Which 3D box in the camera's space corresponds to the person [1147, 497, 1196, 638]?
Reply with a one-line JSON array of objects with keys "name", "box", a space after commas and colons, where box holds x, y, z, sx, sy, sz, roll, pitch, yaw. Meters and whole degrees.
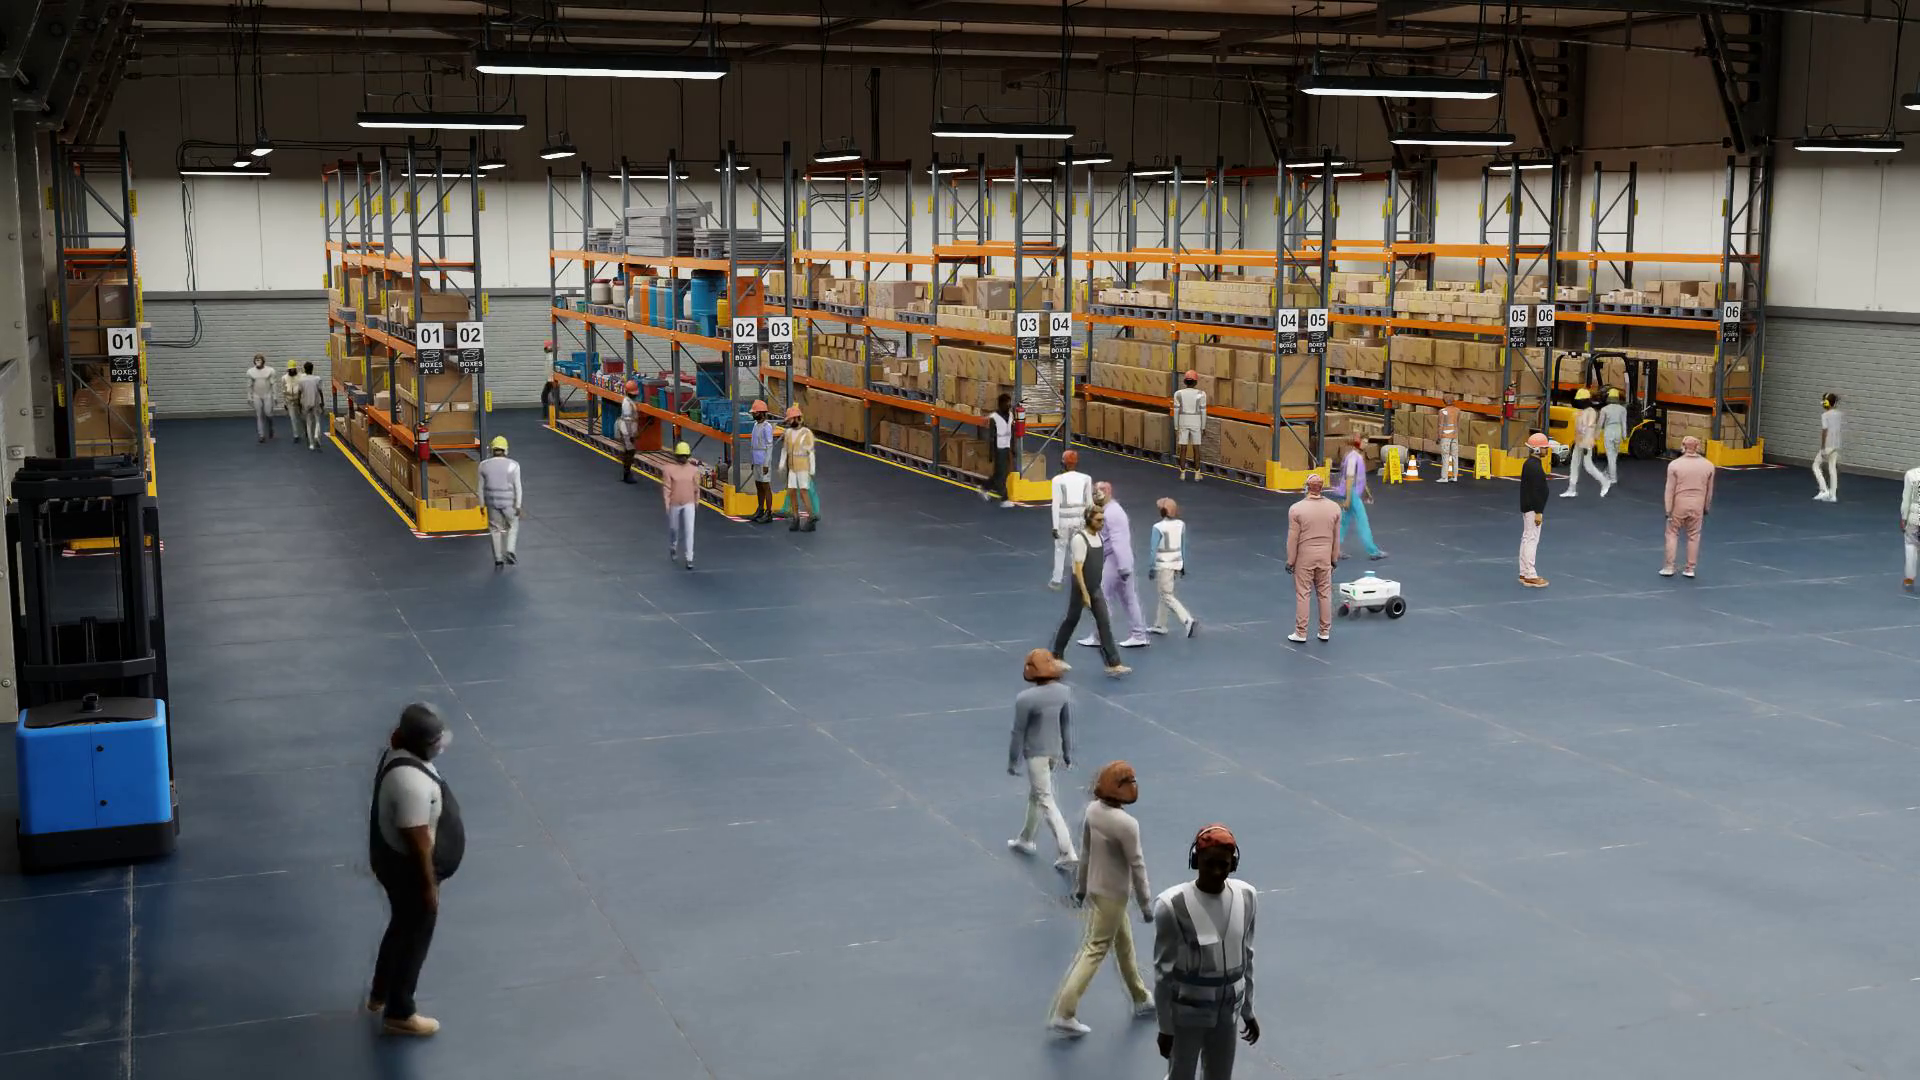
[{"name": "person", "box": [2.411, 0.320, 23.823, 0.516, 1.611, 0.742, -8, 12, -42]}]

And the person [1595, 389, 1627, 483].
[{"name": "person", "box": [11.919, -1.913, 38.365, 0.503, 1.696, 0.884, -1, 9, -4]}]

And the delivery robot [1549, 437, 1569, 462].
[{"name": "delivery robot", "box": [11.606, -1.783, 41.156, 0.477, 0.478, 0.707, -6, 11, -37]}]

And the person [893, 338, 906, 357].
[{"name": "person", "box": [-1.588, -4.004, 51.572, 0.654, 1.925, 0.516, -1, 9, -5]}]

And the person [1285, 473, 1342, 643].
[{"name": "person", "box": [3.964, 0.201, 23.596, 0.646, 1.913, 0.409, -2, 9, -15]}]

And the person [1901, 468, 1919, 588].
[{"name": "person", "box": [12.387, -0.297, 26.881, 0.640, 1.916, 0.799, 2, 9, 15]}]

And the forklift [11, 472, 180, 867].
[{"name": "forklift", "box": [-6.630, 0.886, 15.957, 1.129, 2.768, 1.873, -3, 9, -21]}]

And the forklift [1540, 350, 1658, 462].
[{"name": "forklift", "box": [12.897, -2.725, 42.309, 2.313, 2.155, 1.214, -3, 9, -21]}]

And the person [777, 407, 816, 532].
[{"name": "person", "box": [-2.538, -1.086, 32.232, 0.575, 1.897, 0.511, 7, 11, 39]}]

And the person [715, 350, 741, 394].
[{"name": "person", "box": [-5.382, -3.575, 48.540, 0.435, 1.977, 0.614, 8, 12, 43]}]

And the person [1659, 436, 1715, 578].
[{"name": "person", "box": [9.685, -0.435, 27.900, 0.663, 1.903, 0.438, 0, 9, 0]}]

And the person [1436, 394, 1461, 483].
[{"name": "person", "box": [8.917, -1.856, 38.218, 0.514, 1.639, 0.310, -5, 10, -28]}]

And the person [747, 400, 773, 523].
[{"name": "person", "box": [-3.161, -1.245, 33.152, 0.354, 1.939, 0.544, -5, 10, -32]}]

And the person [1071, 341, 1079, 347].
[{"name": "person", "box": [2.721, -3.907, 50.991, 0.624, 1.916, 0.917, -5, 10, -31]}]

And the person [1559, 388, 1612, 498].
[{"name": "person", "box": [10.807, -1.672, 36.103, 0.824, 1.904, 0.587, -2, 9, -12]}]

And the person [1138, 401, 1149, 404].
[{"name": "person", "box": [4.454, -3.787, 50.410, 0.627, 1.847, 0.429, -7, 11, -38]}]

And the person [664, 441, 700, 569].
[{"name": "person", "box": [-3.850, -0.517, 28.963, 0.519, 1.737, 0.824, -2, 9, -13]}]

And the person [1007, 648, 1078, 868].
[{"name": "person", "box": [0.622, 1.588, 15.396, 0.510, 1.597, 0.832, -7, 11, -40]}]

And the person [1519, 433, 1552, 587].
[{"name": "person", "box": [7.499, -0.402, 27.339, 0.375, 1.995, 0.611, 1, 9, 4]}]

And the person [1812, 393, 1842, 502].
[{"name": "person", "box": [14.797, -1.577, 35.667, 0.535, 1.853, 0.460, -4, 10, -27]}]

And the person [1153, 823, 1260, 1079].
[{"name": "person", "box": [1.170, 2.261, 9.953, 0.573, 1.885, 0.357, -4, 10, -28]}]

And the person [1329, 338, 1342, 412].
[{"name": "person", "box": [9.187, -3.980, 51.392, 0.546, 1.936, 0.364, -2, 9, -14]}]

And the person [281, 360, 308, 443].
[{"name": "person", "box": [-14.384, -3.022, 45.465, 0.637, 1.799, 0.658, 0, 9, 0]}]

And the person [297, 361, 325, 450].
[{"name": "person", "box": [-13.620, -2.822, 43.946, 0.567, 1.850, 0.394, -3, 9, -17]}]

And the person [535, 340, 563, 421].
[{"name": "person", "box": [-9.883, -3.805, 50.091, 0.810, 1.964, 0.664, -1, 9, -4]}]

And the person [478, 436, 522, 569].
[{"name": "person", "box": [-6.299, -0.518, 28.703, 0.600, 1.818, 0.430, -1, 9, -5]}]

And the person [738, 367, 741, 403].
[{"name": "person", "box": [-5.764, -4.153, 52.953, 0.595, 1.815, 0.549, 8, 12, 44]}]

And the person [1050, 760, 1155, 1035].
[{"name": "person", "box": [0.868, 2.066, 12.220, 0.854, 1.591, 0.531, -4, 9, -24]}]

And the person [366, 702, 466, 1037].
[{"name": "person", "box": [-3.158, 1.873, 12.160, 0.564, 2.000, 0.755, -4, 9, -22]}]

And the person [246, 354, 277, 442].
[{"name": "person", "box": [-15.174, -3.089, 45.493, 0.647, 1.920, 0.450, -1, 9, -8]}]

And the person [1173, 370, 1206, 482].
[{"name": "person", "box": [4.231, -2.107, 38.542, 0.609, 2.044, 0.395, 2, 9, 14]}]

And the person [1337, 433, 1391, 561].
[{"name": "person", "box": [5.627, -0.603, 29.334, 0.934, 1.801, 0.594, 2, 9, 14]}]

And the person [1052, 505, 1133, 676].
[{"name": "person", "box": [1.327, 0.524, 21.868, 0.984, 1.798, 0.530, 8, 12, 42]}]

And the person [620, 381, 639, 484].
[{"name": "person", "box": [-6.010, -1.984, 38.268, 0.437, 1.887, 0.744, 0, 9, 2]}]

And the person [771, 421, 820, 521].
[{"name": "person", "box": [-2.601, -1.155, 33.310, 0.894, 1.705, 0.568, 5, 10, 31]}]

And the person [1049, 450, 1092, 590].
[{"name": "person", "box": [1.444, -0.231, 26.735, 0.593, 1.842, 0.985, -4, 9, -22]}]

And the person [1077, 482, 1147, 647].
[{"name": "person", "box": [1.688, 0.282, 23.302, 0.869, 1.839, 0.674, 2, 9, 16]}]

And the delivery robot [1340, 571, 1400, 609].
[{"name": "delivery robot", "box": [4.921, 0.619, 25.142, 0.707, 0.478, 0.477, -4, 9, -23]}]

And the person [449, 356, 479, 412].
[{"name": "person", "box": [-12.233, -3.987, 51.495, 0.633, 1.908, 1.003, 7, 11, 41]}]

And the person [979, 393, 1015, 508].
[{"name": "person", "box": [0.664, -1.527, 35.173, 0.754, 1.891, 0.618, 6, 10, 34]}]
